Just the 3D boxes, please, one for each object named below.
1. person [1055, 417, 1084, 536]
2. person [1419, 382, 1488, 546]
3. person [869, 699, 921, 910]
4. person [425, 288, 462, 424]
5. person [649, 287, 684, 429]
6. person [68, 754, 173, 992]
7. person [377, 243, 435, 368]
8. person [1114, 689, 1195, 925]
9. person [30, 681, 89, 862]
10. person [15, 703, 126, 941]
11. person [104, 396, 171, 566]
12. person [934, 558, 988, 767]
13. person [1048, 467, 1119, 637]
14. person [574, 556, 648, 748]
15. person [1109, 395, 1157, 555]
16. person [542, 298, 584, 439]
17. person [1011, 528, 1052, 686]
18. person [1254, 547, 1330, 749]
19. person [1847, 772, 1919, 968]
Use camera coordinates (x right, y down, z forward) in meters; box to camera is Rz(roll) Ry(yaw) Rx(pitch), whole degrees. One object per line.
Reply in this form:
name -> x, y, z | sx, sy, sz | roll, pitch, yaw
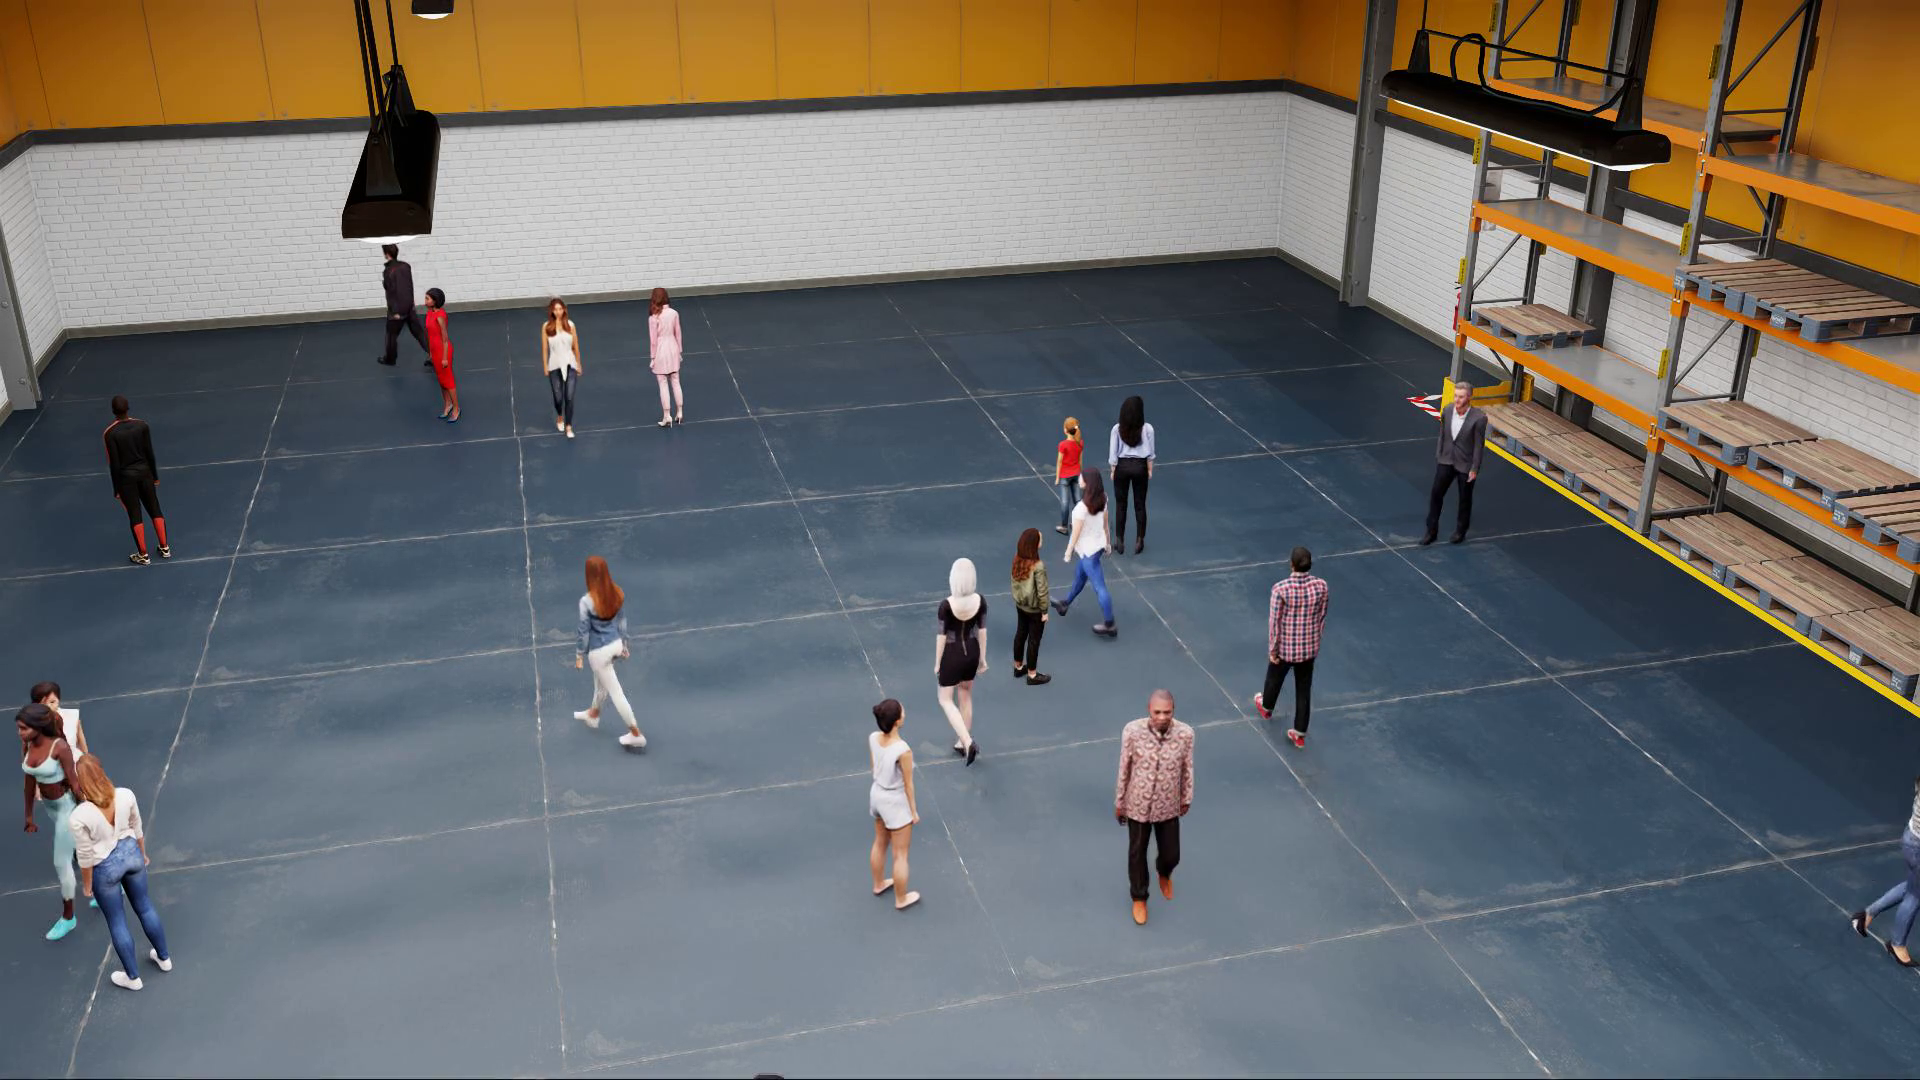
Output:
person -> 1.194, -0.695, 17.993 | 0.518, 1.307, 0.546 | -14, 27, -29
person -> 5.352, -0.839, 17.690 | 1.003, 1.813, 1.050 | 17, 29, 34
person -> -0.492, 1.852, 11.784 | 0.699, 1.614, 0.591 | -21, 31, -39
person -> -6.629, -2.370, 21.281 | 0.703, 1.744, 0.568 | -18, 30, -36
person -> -3.731, -2.321, 21.095 | 0.691, 1.801, 0.672 | -19, 30, -37
person -> -5.543, 2.164, 10.935 | 0.727, 1.722, 0.677 | 14, 27, 29
person -> -7.684, -3.212, 23.151 | 1.237, 1.787, 1.271 | 9, 25, 20
person -> 1.345, 1.801, 11.677 | 0.821, 1.793, 0.870 | 2, 24, 4
person -> -6.606, 1.700, 12.234 | 0.683, 1.532, 0.814 | -12, 26, -26
person -> -6.191, 1.864, 11.645 | 0.921, 1.702, 1.009 | 11, 26, 23
person -> -8.551, -0.638, 17.237 | 0.728, 1.808, 0.707 | 18, 29, 35
person -> 0.035, 1.030, 13.411 | 0.682, 1.816, 0.922 | -11, 26, -23
person -> 1.314, 0.157, 15.628 | 1.150, 1.640, 1.051 | 16, 28, 31
person -> -2.875, 0.968, 13.751 | 1.151, 1.658, 1.079 | 14, 27, 29
person -> 1.793, -0.692, 17.443 | 0.700, 1.743, 0.639 | 0, 24, -1
person -> -4.985, -2.166, 20.773 | 0.660, 1.776, 0.694 | -10, 26, -22
person -> 0.629, 0.578, 14.871 | 0.708, 1.475, 0.554 | -16, 28, -32
person -> 2.811, 0.908, 13.790 | 0.789, 1.737, 1.055 | -2, 24, -5
person -> 6.315, 2.069, 11.081 | 0.862, 1.779, 0.805 | 10, 25, 21
